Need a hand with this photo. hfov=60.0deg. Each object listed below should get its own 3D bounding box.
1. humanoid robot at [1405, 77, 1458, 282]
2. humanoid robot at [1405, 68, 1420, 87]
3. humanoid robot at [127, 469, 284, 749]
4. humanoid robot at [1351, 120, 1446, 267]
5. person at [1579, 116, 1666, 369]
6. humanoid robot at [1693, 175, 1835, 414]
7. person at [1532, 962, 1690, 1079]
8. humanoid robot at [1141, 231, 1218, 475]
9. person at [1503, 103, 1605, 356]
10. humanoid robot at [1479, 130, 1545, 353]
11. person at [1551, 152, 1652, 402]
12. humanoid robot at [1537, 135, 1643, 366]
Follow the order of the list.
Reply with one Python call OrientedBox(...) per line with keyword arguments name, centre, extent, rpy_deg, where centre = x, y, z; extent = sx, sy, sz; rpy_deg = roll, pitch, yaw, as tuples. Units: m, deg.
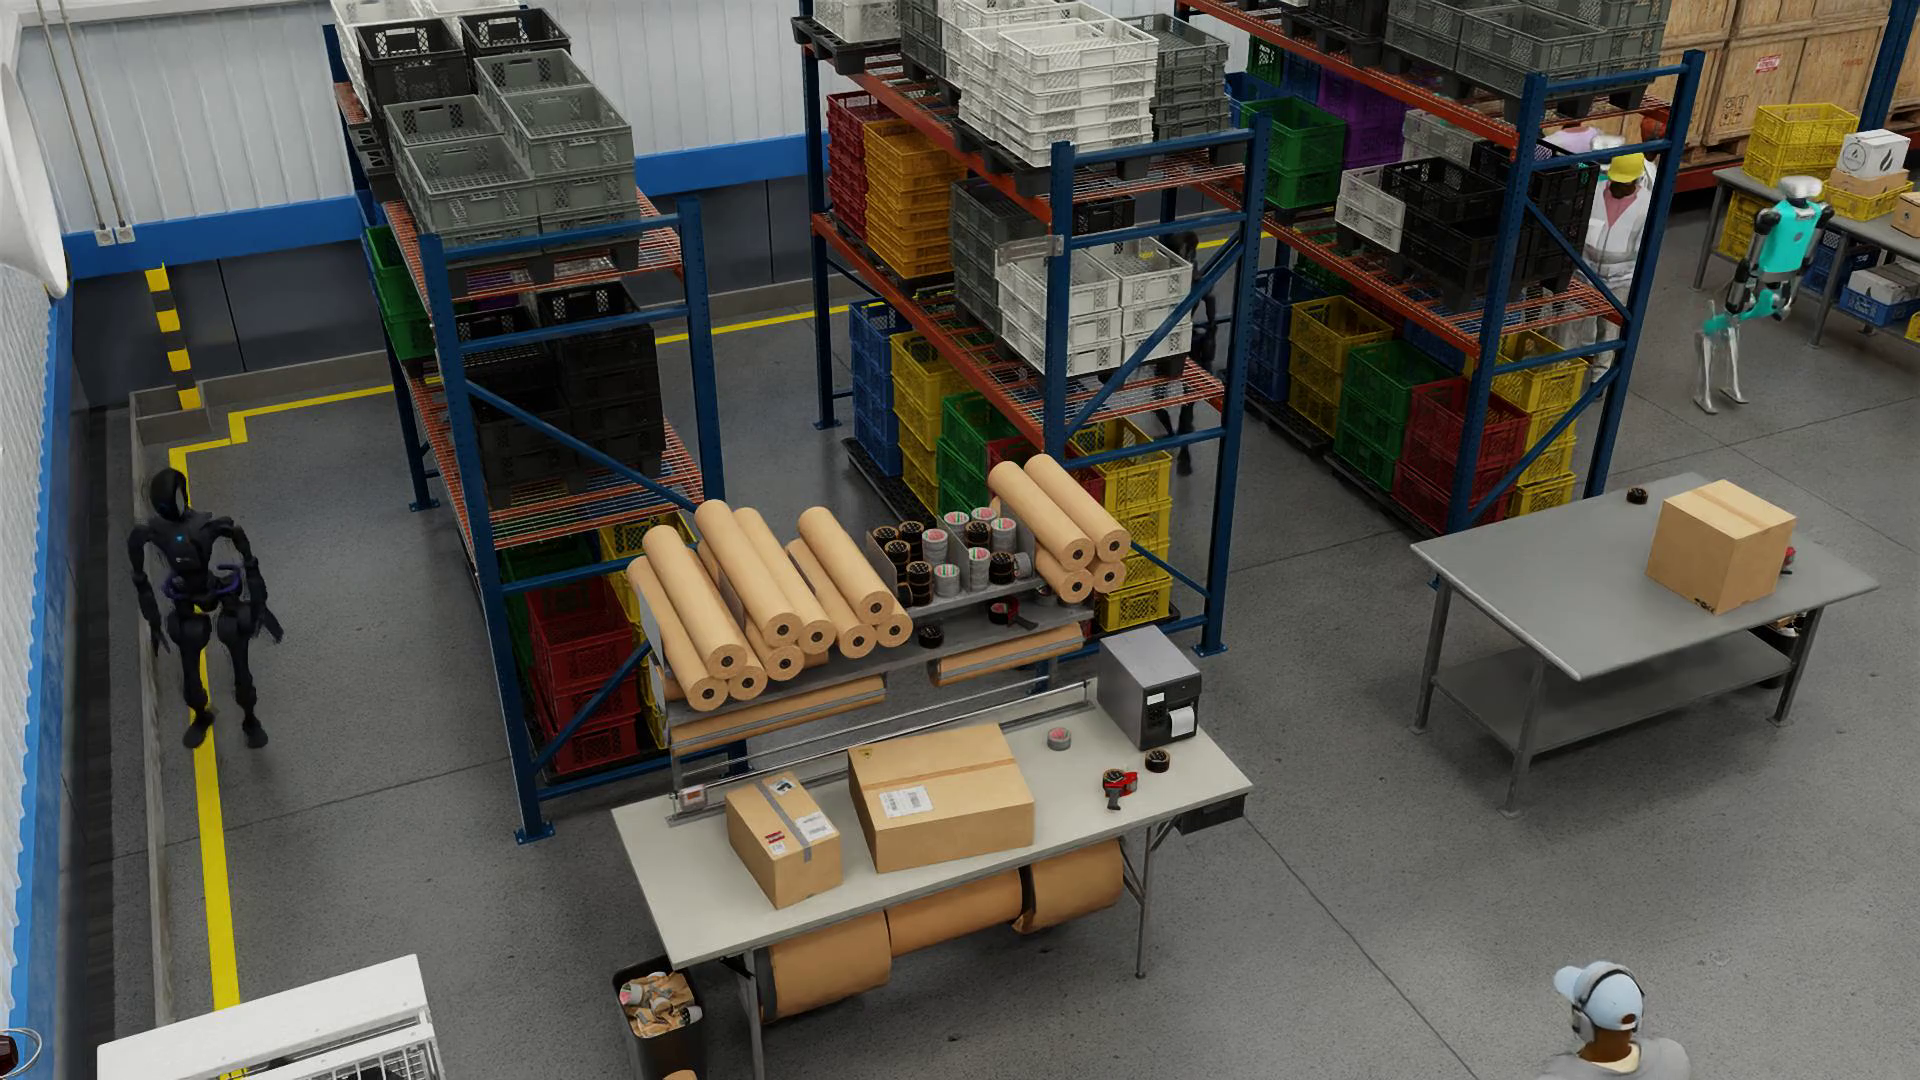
OrientedBox(name="humanoid robot", centre=(3.840, -2.854, 13.135), extent=(0.530, 1.729, 0.682), rpy_deg=(-17, 36, -26))
OrientedBox(name="humanoid robot", centre=(3.648, -3.254, 13.897), extent=(0.599, 1.657, 0.315), rpy_deg=(3, 32, 5))
OrientedBox(name="humanoid robot", centre=(-3.646, 0.341, 8.087), extent=(0.616, 1.639, 0.421), rpy_deg=(-8, 32, -12))
OrientedBox(name="humanoid robot", centre=(3.275, -2.599, 12.818), extent=(0.531, 1.803, 0.808), rpy_deg=(-8, 32, -12))
OrientedBox(name="person", centre=(4.759, -2.126, 11.892), extent=(0.339, 1.876, 0.572), rpy_deg=(13, 34, 20))
OrientedBox(name="humanoid robot", centre=(5.341, -1.714, 11.289), extent=(0.530, 1.720, 0.761), rpy_deg=(-7, 32, -12))
OrientedBox(name="person", centre=(1.879, 2.012, 5.197), extent=(0.587, 1.848, 0.398), rpy_deg=(-11, 33, -17))
OrientedBox(name="humanoid robot", centre=(1.424, -1.213, 10.606), extent=(0.444, 1.647, 0.610), rpy_deg=(-26, 40, -36))
OrientedBox(name="person", centre=(4.298, -2.343, 12.088), extent=(0.613, 2.038, 0.384), rpy_deg=(-14, 34, -22))
OrientedBox(name="humanoid robot", centre=(4.028, -2.201, 12.188), extent=(0.315, 1.657, 0.599), rpy_deg=(5, 32, 9))
OrientedBox(name="person", centre=(4.431, -1.837, 11.471), extent=(0.587, 1.822, 0.403), rpy_deg=(16, 35, 24))
OrientedBox(name="humanoid robot", centre=(4.513, -2.115, 12.024), extent=(0.534, 1.809, 0.747), rpy_deg=(10, 33, 15))
